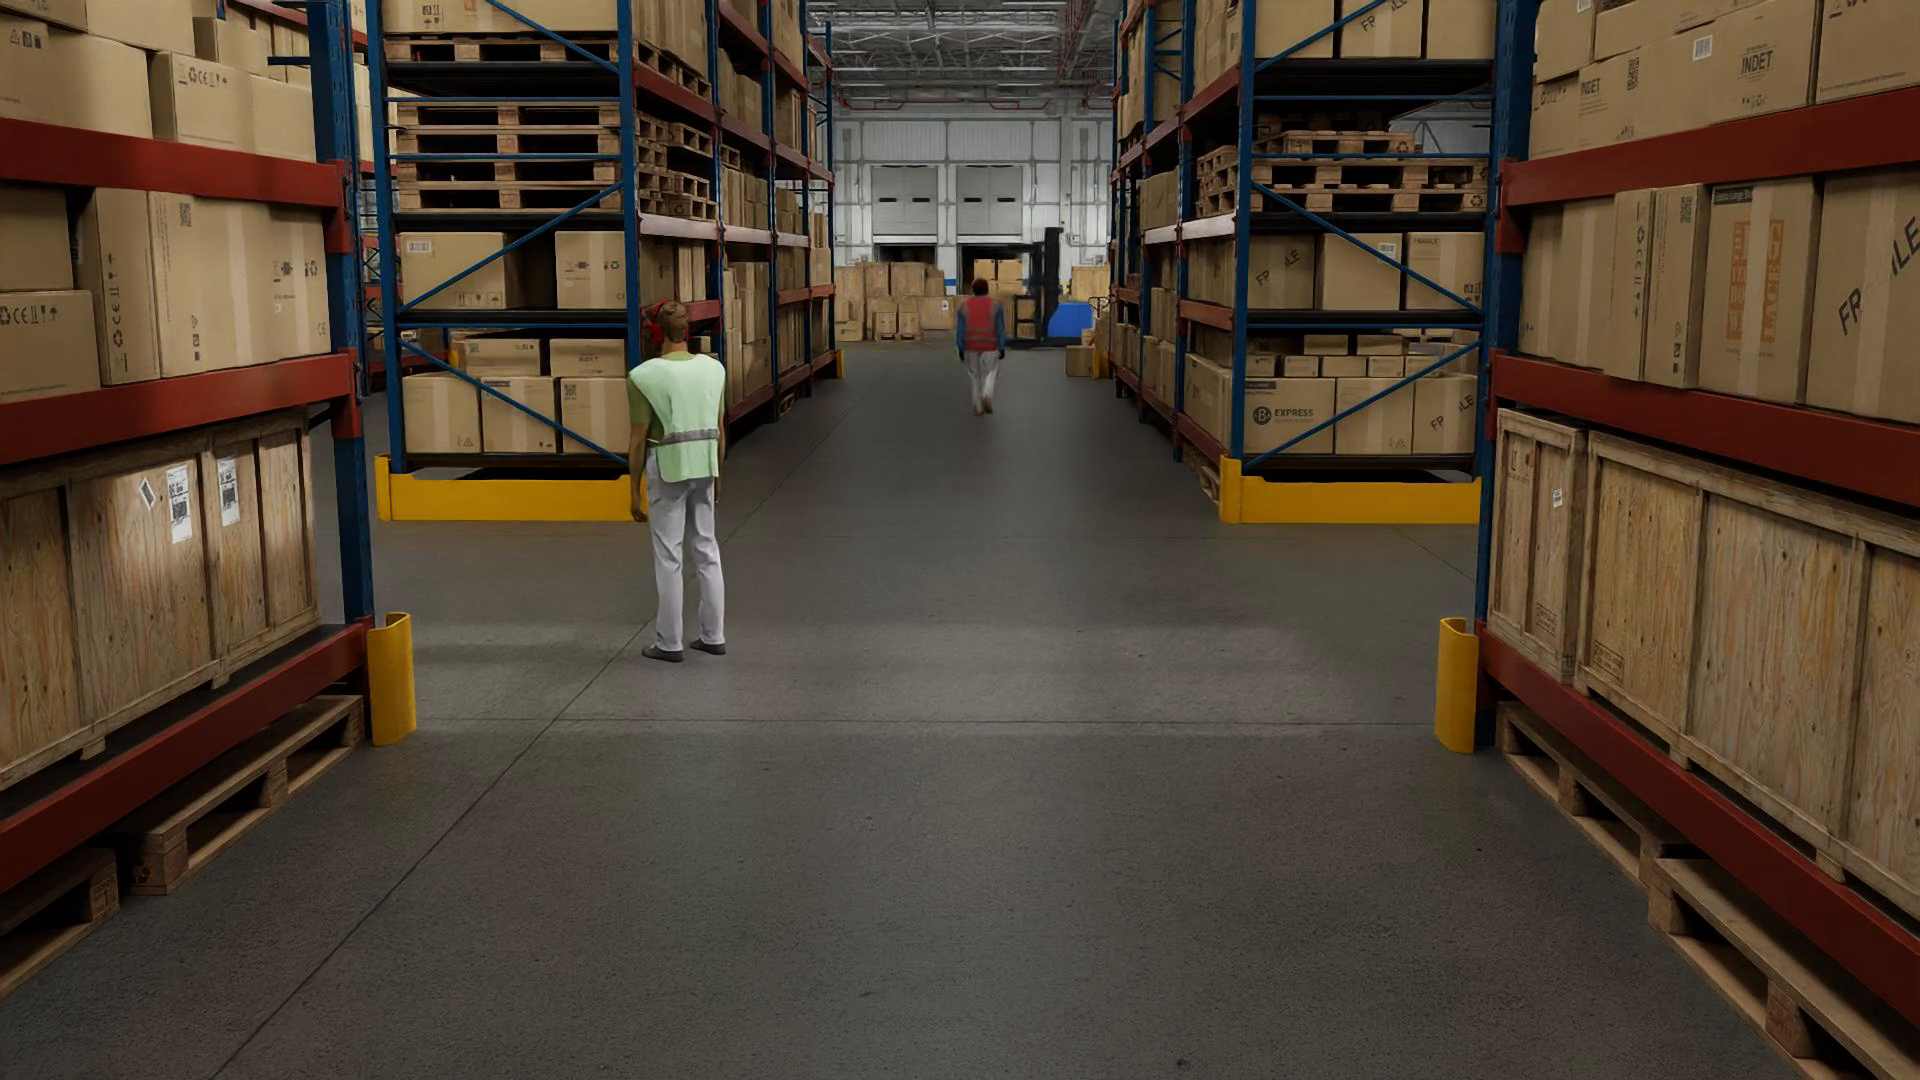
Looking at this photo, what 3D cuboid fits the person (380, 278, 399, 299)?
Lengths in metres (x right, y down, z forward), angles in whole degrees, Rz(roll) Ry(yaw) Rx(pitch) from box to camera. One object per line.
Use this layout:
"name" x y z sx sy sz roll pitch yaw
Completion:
"person" -19.579 -8.416 57.064 0.671 1.854 0.998 -2 10 -13

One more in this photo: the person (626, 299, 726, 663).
"person" -1.415 -0.288 8.420 0.566 1.840 0.395 -9 13 -42

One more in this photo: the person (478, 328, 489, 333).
"person" -9.276 -4.300 32.017 0.575 1.974 0.635 -5 10 -25

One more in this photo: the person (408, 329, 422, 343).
"person" -13.693 -5.935 41.946 0.628 1.935 0.373 3 10 19

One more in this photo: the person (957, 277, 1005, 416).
"person" 0.277 -2.540 21.906 0.652 1.831 0.463 1 10 8

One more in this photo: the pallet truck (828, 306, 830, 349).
"pallet truck" -3.100 -3.940 29.800 1.885 1.965 0.823 3 10 19

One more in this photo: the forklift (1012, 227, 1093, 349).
"forklift" 2.142 -5.842 38.557 1.873 2.768 1.129 0 9 0

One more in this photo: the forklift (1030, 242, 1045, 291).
"forklift" 3.230 -10.146 64.339 1.129 2.768 1.873 0 9 1
